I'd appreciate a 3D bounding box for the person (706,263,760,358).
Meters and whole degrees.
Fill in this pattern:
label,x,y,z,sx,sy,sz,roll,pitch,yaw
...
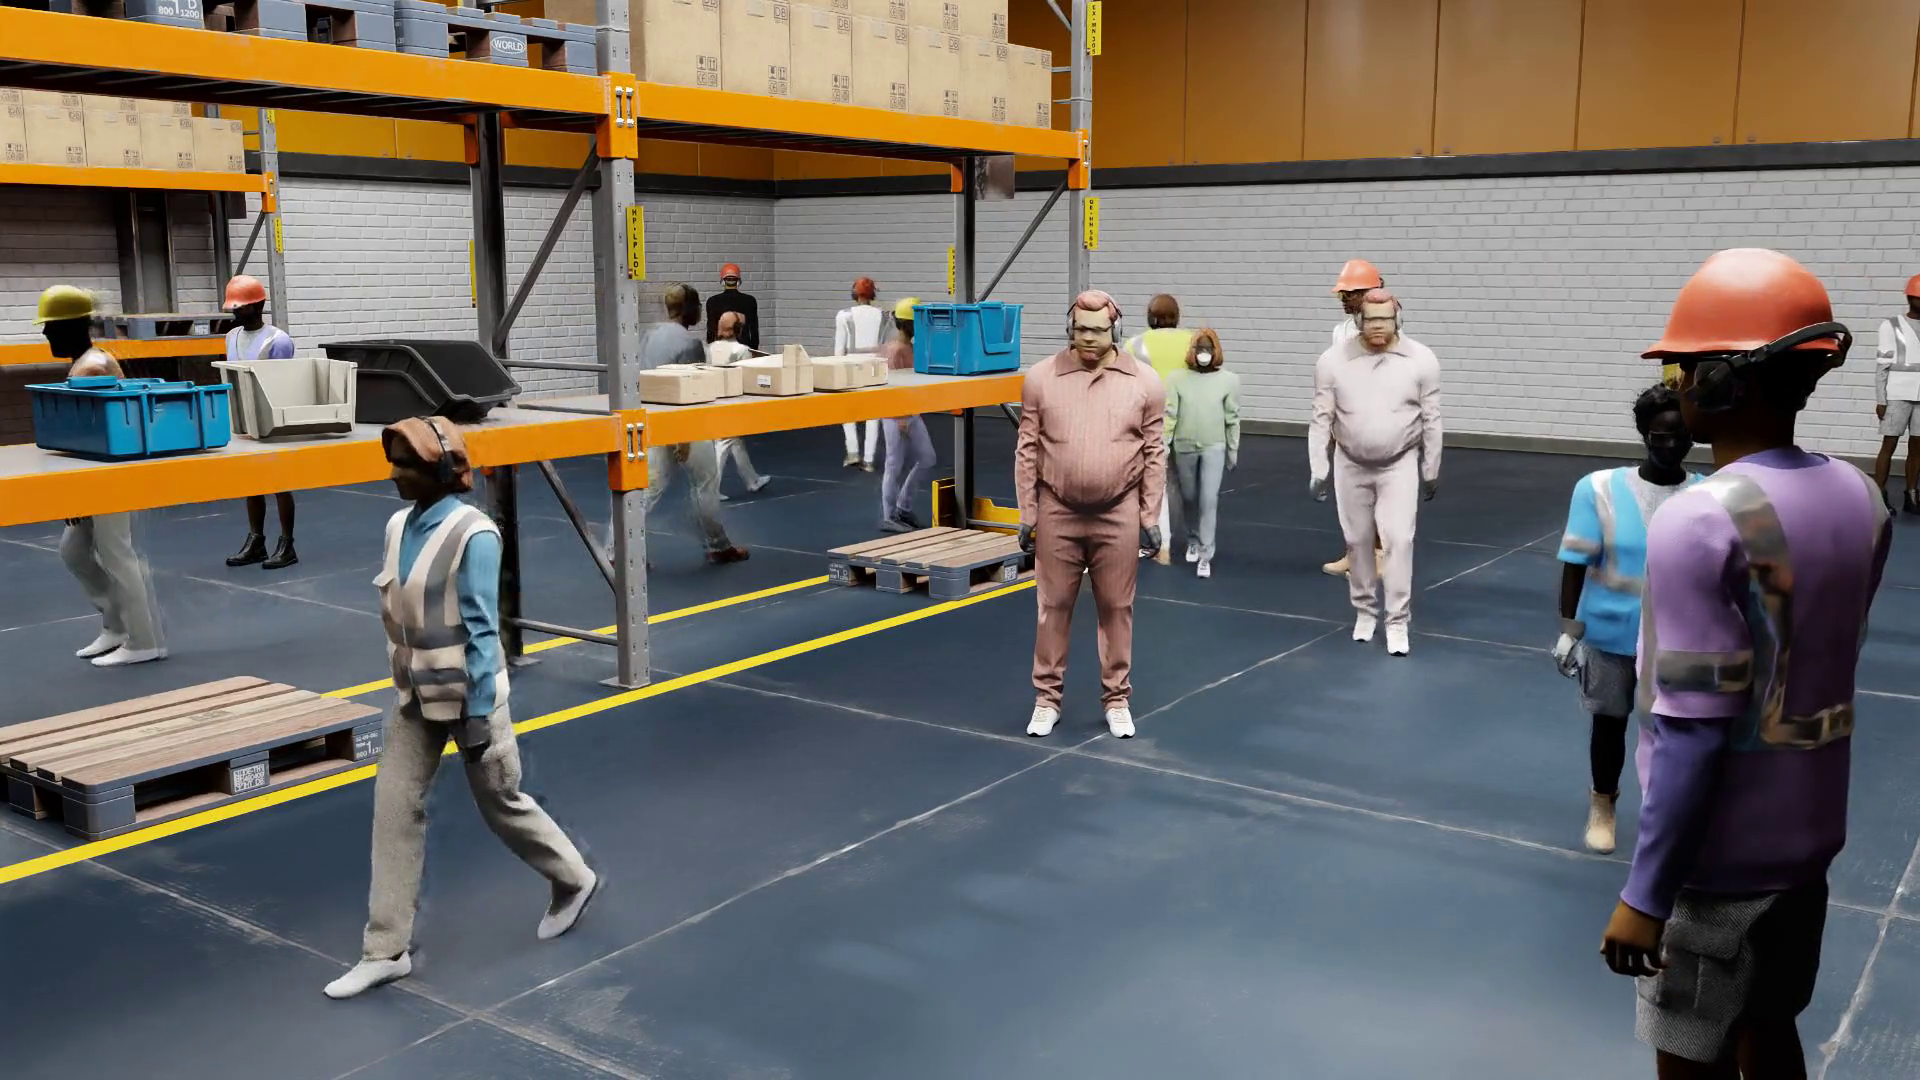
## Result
label,x,y,z,sx,sy,sz,roll,pitch,yaw
person,-2.636,-2.205,19.310,0.611,1.995,0.380,-3,10,-15

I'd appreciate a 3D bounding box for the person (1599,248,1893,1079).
label,x,y,z,sx,sy,sz,roll,pitch,yaw
person,1.334,0.519,2.940,0.614,2.041,0.393,-7,12,-37

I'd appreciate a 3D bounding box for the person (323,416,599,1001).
label,x,y,z,sx,sy,sz,roll,pitch,yaw
person,-1.401,0.438,4.721,0.524,1.604,0.813,8,12,39

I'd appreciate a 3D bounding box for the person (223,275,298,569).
label,x,y,z,sx,sy,sz,roll,pitch,yaw
person,-4.631,-0.770,10.951,0.543,1.932,0.370,4,10,22

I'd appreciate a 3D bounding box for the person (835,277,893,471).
label,x,y,z,sx,sy,sz,roll,pitch,yaw
person,-0.948,-1.600,16.088,0.606,1.864,0.571,-3,10,-19

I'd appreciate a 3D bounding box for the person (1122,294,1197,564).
label,x,y,z,sx,sy,sz,roll,pitch,yaw
person,1.361,-0.773,11.366,0.634,1.788,0.952,-1,10,-7

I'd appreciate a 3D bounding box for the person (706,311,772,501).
label,x,y,z,sx,sy,sz,roll,pitch,yaw
person,-1.899,-1.139,14.142,0.543,1.585,0.872,8,13,41

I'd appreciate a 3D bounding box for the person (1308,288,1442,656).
label,x,y,z,sx,sy,sz,roll,pitch,yaw
person,2.137,-0.353,8.629,0.667,1.874,0.800,3,10,20

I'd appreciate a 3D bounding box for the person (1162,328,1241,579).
label,x,y,z,sx,sy,sz,roll,pitch,yaw
person,1.575,-0.595,10.900,0.510,1.596,0.841,3,10,15

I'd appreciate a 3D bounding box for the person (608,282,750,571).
label,x,y,z,sx,sy,sz,roll,pitch,yaw
person,-1.889,-0.729,10.864,1.022,1.894,0.639,-8,12,-39

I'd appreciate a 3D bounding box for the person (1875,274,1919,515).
label,x,y,z,sx,sy,sz,roll,pitch,yaw
person,7.555,-1.146,13.212,0.538,1.928,0.383,0,10,1

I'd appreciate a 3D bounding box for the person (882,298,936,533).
label,x,y,z,sx,sy,sz,roll,pitch,yaw
person,-0.398,-0.909,12.307,0.434,1.747,0.540,3,10,19

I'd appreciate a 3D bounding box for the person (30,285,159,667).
label,x,y,z,sx,sy,sz,roll,pitch,yaw
person,-4.290,-0.303,8.239,0.506,1.901,0.622,-5,11,-27

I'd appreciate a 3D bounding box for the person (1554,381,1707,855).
label,x,y,z,sx,sy,sz,roll,pitch,yaw
person,2.203,0.307,5.367,0.541,1.654,0.882,4,10,22

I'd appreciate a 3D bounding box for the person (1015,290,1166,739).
label,x,y,z,sx,sy,sz,roll,pitch,yaw
person,0.549,-0.100,7.055,0.639,1.902,0.407,1,10,5

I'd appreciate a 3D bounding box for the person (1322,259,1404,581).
label,x,y,z,sx,sy,sz,roll,pitch,yaw
person,2.518,-0.744,10.520,0.422,2.035,0.601,-5,11,-25
